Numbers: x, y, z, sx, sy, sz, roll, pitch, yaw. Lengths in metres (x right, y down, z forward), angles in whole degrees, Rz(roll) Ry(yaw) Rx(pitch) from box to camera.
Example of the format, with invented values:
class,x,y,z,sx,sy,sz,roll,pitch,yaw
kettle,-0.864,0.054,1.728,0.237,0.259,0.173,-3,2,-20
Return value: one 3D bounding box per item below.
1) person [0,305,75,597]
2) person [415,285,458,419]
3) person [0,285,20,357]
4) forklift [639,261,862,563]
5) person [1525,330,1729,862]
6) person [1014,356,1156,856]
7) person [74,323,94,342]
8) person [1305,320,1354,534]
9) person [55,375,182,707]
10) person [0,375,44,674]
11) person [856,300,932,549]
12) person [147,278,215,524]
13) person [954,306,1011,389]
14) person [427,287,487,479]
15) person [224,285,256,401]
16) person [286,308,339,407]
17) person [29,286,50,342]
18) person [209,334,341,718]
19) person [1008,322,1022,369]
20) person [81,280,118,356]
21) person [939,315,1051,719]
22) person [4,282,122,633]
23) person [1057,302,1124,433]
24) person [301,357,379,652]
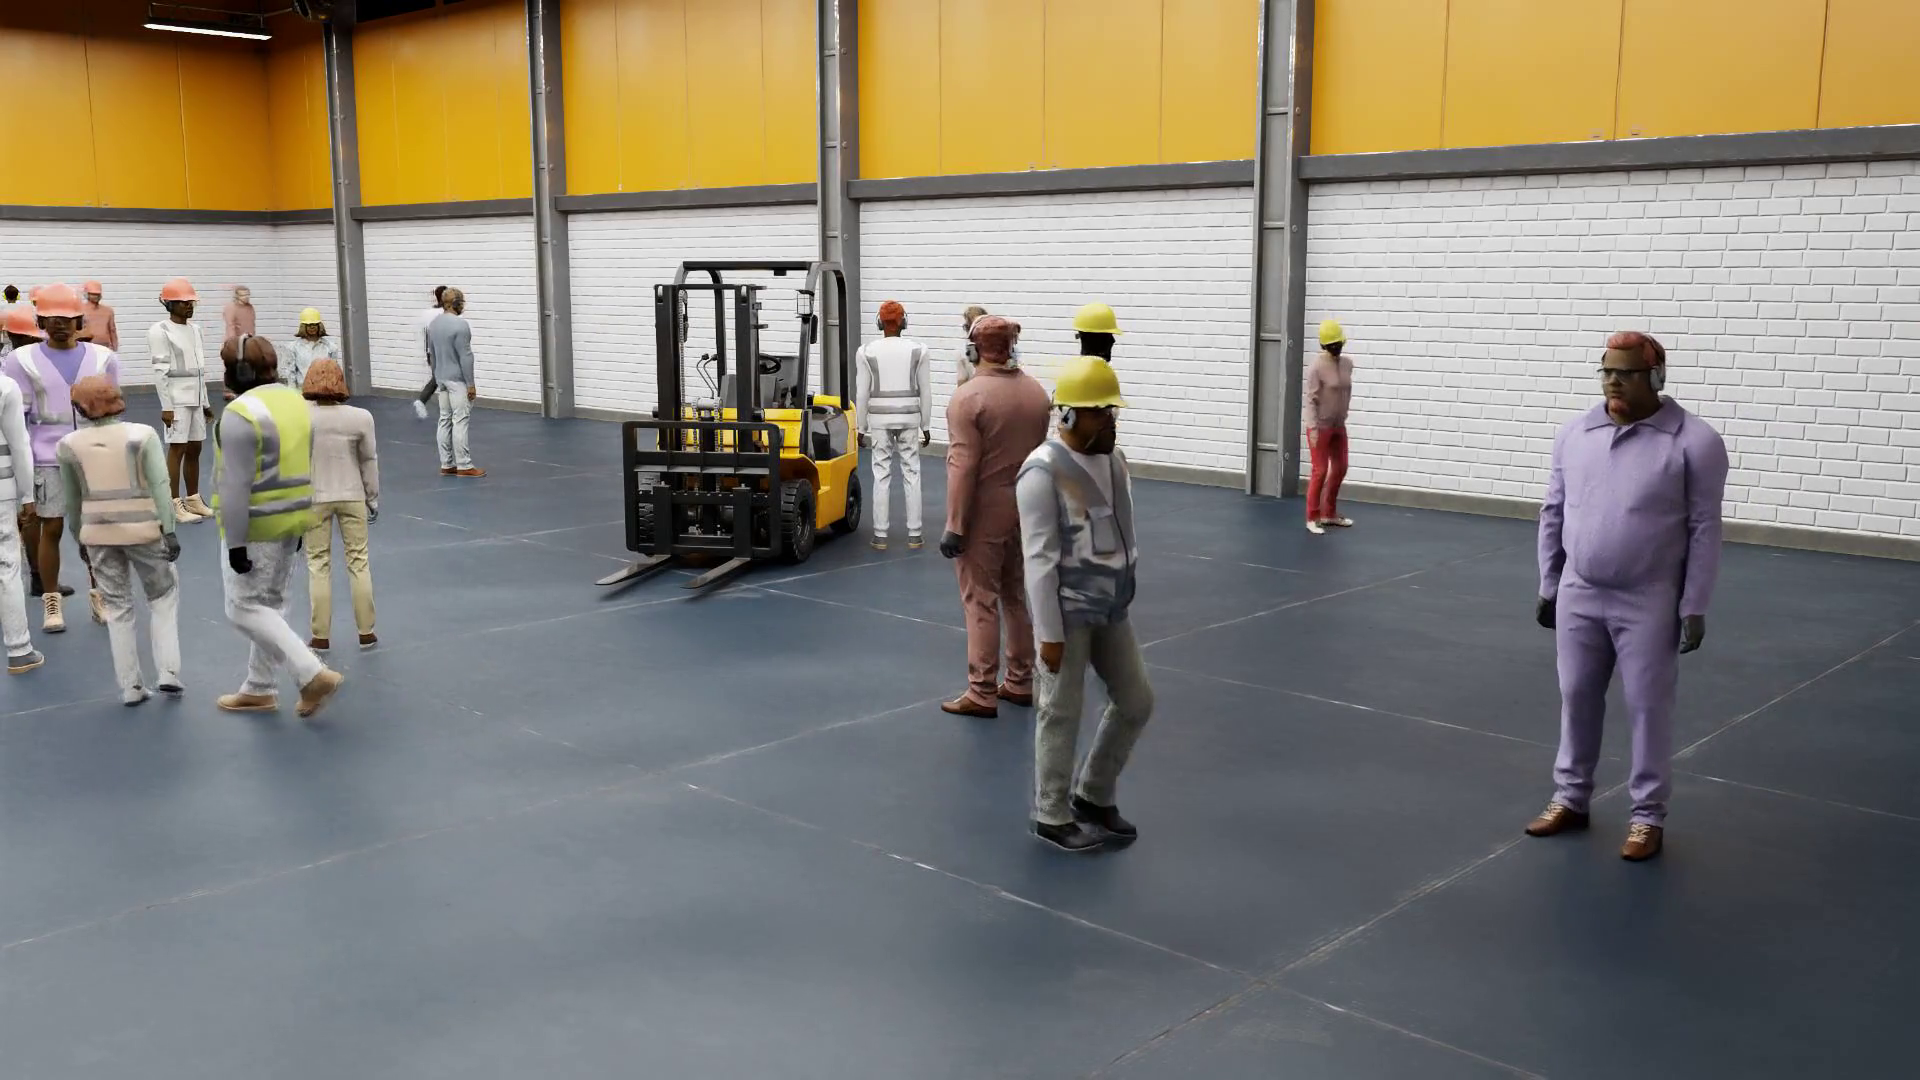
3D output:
class,x,y,z,sx,sy,sz,roll,pitch,yaw
person,-6.137,-0.575,10.777,0.780,1.901,0.564,3,10,16
person,-7.319,-2.640,23.442,0.603,1.894,0.842,5,11,28
person,-14.690,-3.021,25.861,0.538,1.869,0.313,-7,12,-38
forklift,-1.552,-1.040,12.721,1.214,2.155,2.313,2,9,11
person,2.383,0.196,6.026,0.403,1.904,0.651,-9,13,-43
person,0.466,0.251,5.970,0.501,1.812,0.617,7,12,39
person,-8.703,-1.382,16.559,0.282,1.625,0.501,2,9,12
person,2.950,-0.897,13.282,0.595,1.722,0.447,-7,12,-37
person,-4.067,0.008,8.083,0.567,1.603,0.364,-1,9,-8
person,-5.120,-0.218,8.650,0.574,1.877,0.355,-3,10,-16
person,-0.499,-0.866,12.595,0.574,1.887,0.355,-1,9,-6
person,-6.474,-1.160,13.922,0.378,2.044,0.607,1,9,9
person,0.228,-0.990,13.546,0.548,1.823,0.506,-4,10,-21
person,-5.124,-1.591,16.878,0.627,1.940,0.371,8,12,39
person,-11.409,-3.115,26.480,0.892,1.861,0.667,3,10,20
person,-6.281,-1.382,16.198,0.485,1.744,0.295,-6,11,-33
person,-13.187,-2.739,24.125,0.561,1.885,0.976,0,9,0
person,-3.240,-0.049,7.785,0.701,1.828,0.635,2,9,10
person,0.456,-1.400,16.771,0.875,1.588,0.535,6,11,33
person,-12.424,-2.738,23.843,0.790,1.975,0.622,6,11,33
person,0.137,-0.113,7.919,0.407,1.904,0.654,8,12,41
person,-5.204,-0.479,9.749,0.613,2.039,0.393,-8,12,-40
person,0.755,-0.424,9.755,0.385,1.925,0.591,0,9,-1
person,-3.485,-0.193,9.240,0.500,1.633,0.282,-5,10,-27
